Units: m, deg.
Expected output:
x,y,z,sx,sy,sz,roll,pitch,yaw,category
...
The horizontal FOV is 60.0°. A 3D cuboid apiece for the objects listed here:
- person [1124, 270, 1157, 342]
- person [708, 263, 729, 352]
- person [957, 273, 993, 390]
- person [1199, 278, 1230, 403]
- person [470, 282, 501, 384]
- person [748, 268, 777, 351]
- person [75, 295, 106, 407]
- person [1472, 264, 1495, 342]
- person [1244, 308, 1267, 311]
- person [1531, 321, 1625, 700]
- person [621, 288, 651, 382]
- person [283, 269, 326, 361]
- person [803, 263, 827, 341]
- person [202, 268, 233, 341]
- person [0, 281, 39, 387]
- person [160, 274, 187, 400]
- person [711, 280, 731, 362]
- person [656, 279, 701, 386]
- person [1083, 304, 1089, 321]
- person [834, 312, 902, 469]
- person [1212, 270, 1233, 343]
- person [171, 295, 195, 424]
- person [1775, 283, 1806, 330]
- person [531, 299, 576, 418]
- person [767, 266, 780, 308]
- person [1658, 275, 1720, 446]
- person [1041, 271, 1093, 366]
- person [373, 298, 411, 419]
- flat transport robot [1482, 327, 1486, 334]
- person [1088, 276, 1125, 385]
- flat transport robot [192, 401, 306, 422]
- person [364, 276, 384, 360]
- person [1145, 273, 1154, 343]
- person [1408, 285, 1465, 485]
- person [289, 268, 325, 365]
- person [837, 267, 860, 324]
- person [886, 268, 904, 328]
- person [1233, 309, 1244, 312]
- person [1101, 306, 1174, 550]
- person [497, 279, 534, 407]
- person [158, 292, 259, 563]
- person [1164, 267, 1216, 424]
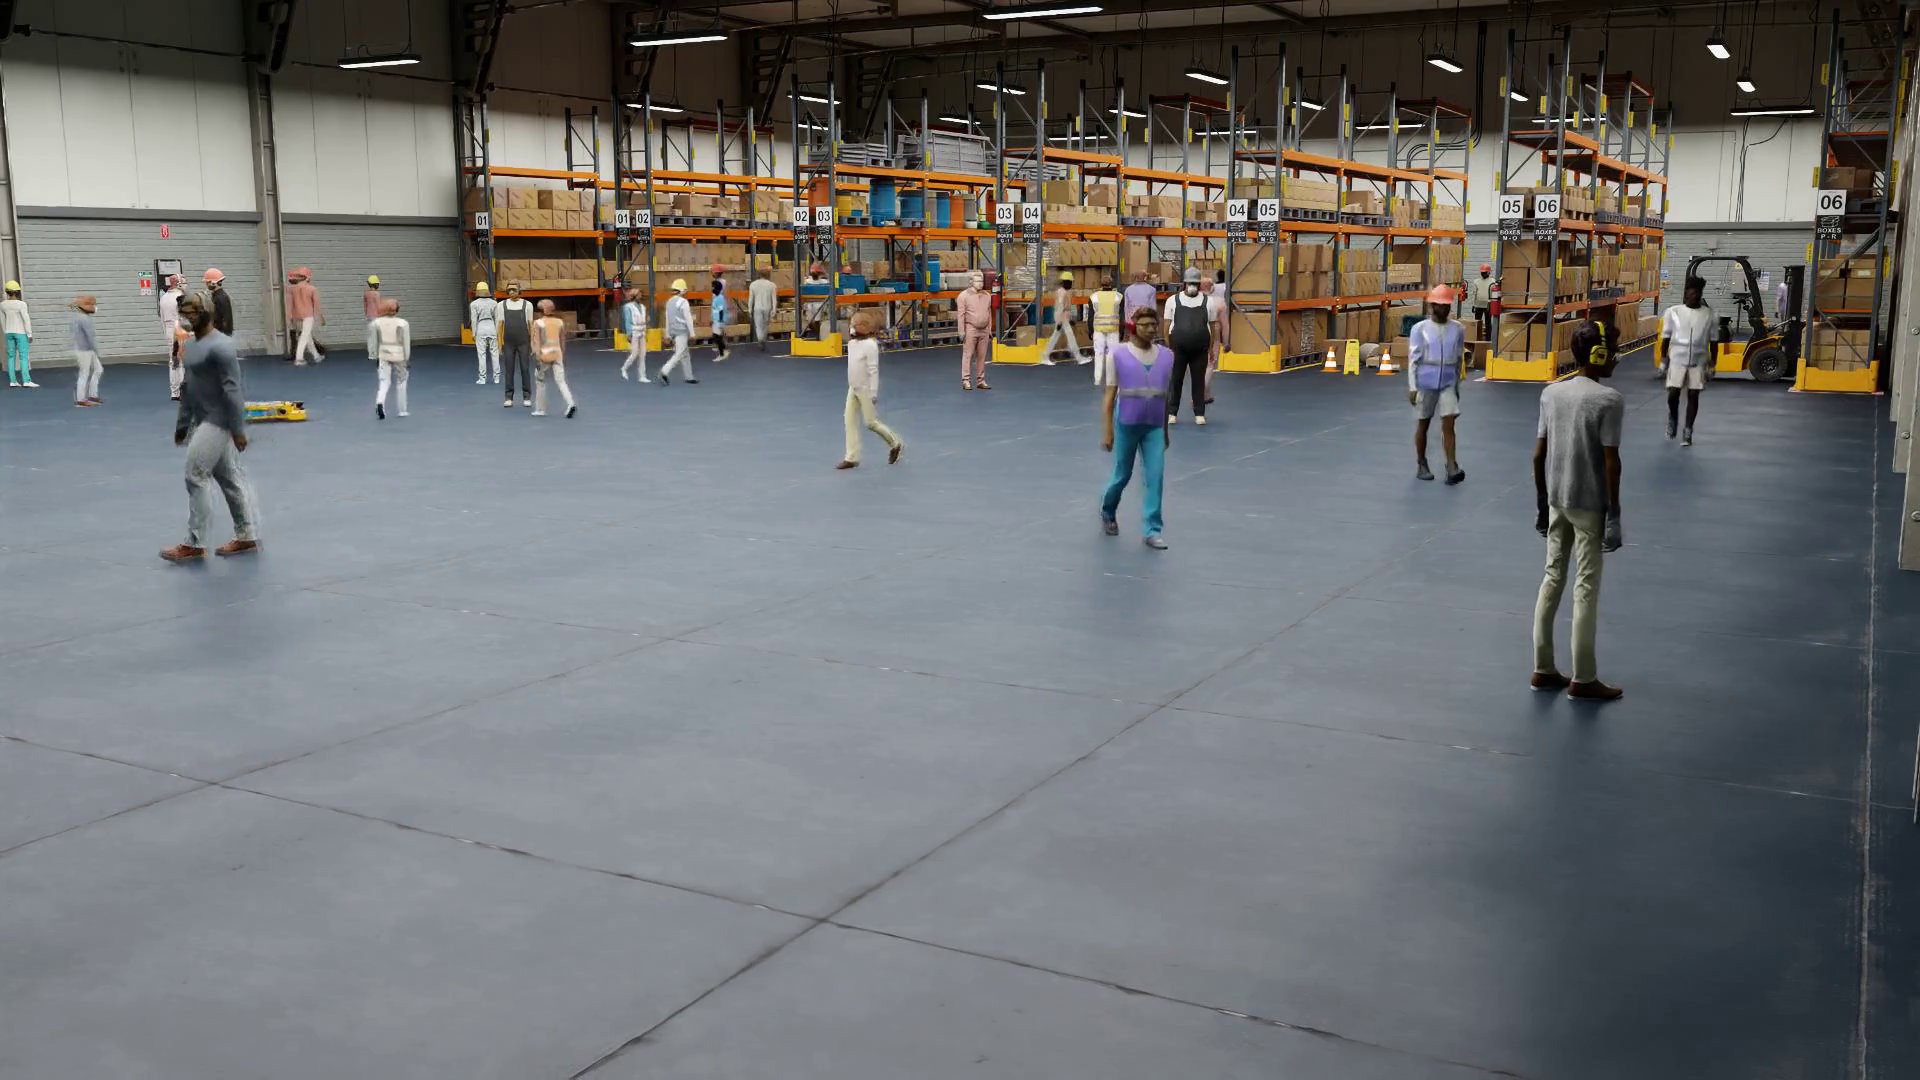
x,y,z,sx,sy,sz,roll,pitch,yaw,category
3.520,-4.291,32.354,0.642,1.909,0.399,4,11,24,person
-5.516,-5.272,37.776,0.423,2.015,0.617,-4,10,-22,person
0.271,-3.399,27.137,0.655,1.904,0.407,-6,11,-32,person
3.577,-2.887,24.254,0.636,1.869,0.955,6,11,30,person
-8.115,-3.538,28.435,0.485,1.740,0.303,-6,11,-32,person
-4.481,-5.228,37.875,0.672,1.897,0.754,-2,10,-10,person
-12.594,-2.731,24.078,0.529,1.607,0.521,-5,11,-26,person
12.569,-5.619,39.886,0.610,1.989,0.392,7,12,34,person
7.138,-5.577,40.220,0.645,1.795,0.956,6,11,30,person
3.059,-0.146,8.217,0.329,1.863,0.513,-5,11,-28,person
-5.584,-3.523,28.651,0.439,1.626,0.530,5,11,29,person
-13.680,-4.669,34.580,0.753,1.910,0.564,-9,14,-44,person
-3.321,-5.395,38.479,0.626,2.023,0.585,4,11,24,person
-11.017,-3.037,24.757,0.376,1.991,0.622,-7,12,-35,person
-15.640,-3.409,27.595,0.525,1.772,0.306,2,10,11,person
-11.718,-3.043,25.050,0.653,1.906,0.405,7,12,35,person
-4.969,-4.477,34.113,0.362,1.686,0.539,-2,10,-14,person
-4.758,-3.479,27.920,0.838,1.808,0.578,-7,12,-36,person
3.197,-5.692,40.631,0.576,1.882,0.355,5,11,28,person
-0.951,-1.533,17.082,0.704,1.612,0.504,-7,12,-37,person
5.890,-5.181,37.681,0.601,1.878,1.015,8,12,39,person
-9.986,-2.319,21.473,0.560,1.670,0.672,4,10,22,person
18.993,-5.255,38.064,0.606,1.888,0.901,4,11,24,person
-5.503,-2.449,22.456,0.807,1.606,0.526,9,13,41,person
-5.371,-6.786,47.043,0.562,1.878,1.021,7,12,36,person
8.381,-2.057,19.123,0.629,1.955,0.427,3,10,18,person
2.085,-4.378,32.970,1.031,1.869,0.589,0,10,0,person
-7.627,-2.428,22.289,0.524,1.614,0.700,0,10,1,person
14.151,-5.805,45.998,0.652,0.197,1.431,0,10,2,flat transport robot
2.474,-3.529,28.092,0.633,1.839,0.429,1,10,5,person
-9.410,-1.695,21.935,1.431,0.197,0.652,-4,11,-23,flat transport robot
-12.235,-4.637,34.786,0.524,1.770,0.315,6,12,33,person
3.959,-4.787,35.517,0.543,1.821,1.004,7,12,36,person
4.565,-1.469,15.847,0.569,1.893,0.965,0,10,-2,person
-13.148,-4.504,33.514,0.649,1.936,1.045,3,10,15,person
-2.836,-6.033,42.583,0.570,1.894,0.932,3,10,16,person
-1.776,-6.528,45.618,0.599,1.839,0.941,4,11,25,person
6.896,-5.745,41.058,0.624,1.845,0.430,9,13,44,person
1.333,-0.871,12.623,0.571,1.812,0.854,-3,10,-19,person
-6.403,-2.835,24.008,0.517,1.843,0.326,-2,10,-10,person
-5.474,-0.798,11.876,0.848,1.909,0.653,-8,12,-39,person
2.976,-2.506,21.512,0.676,2.000,0.536,1,10,3,person
